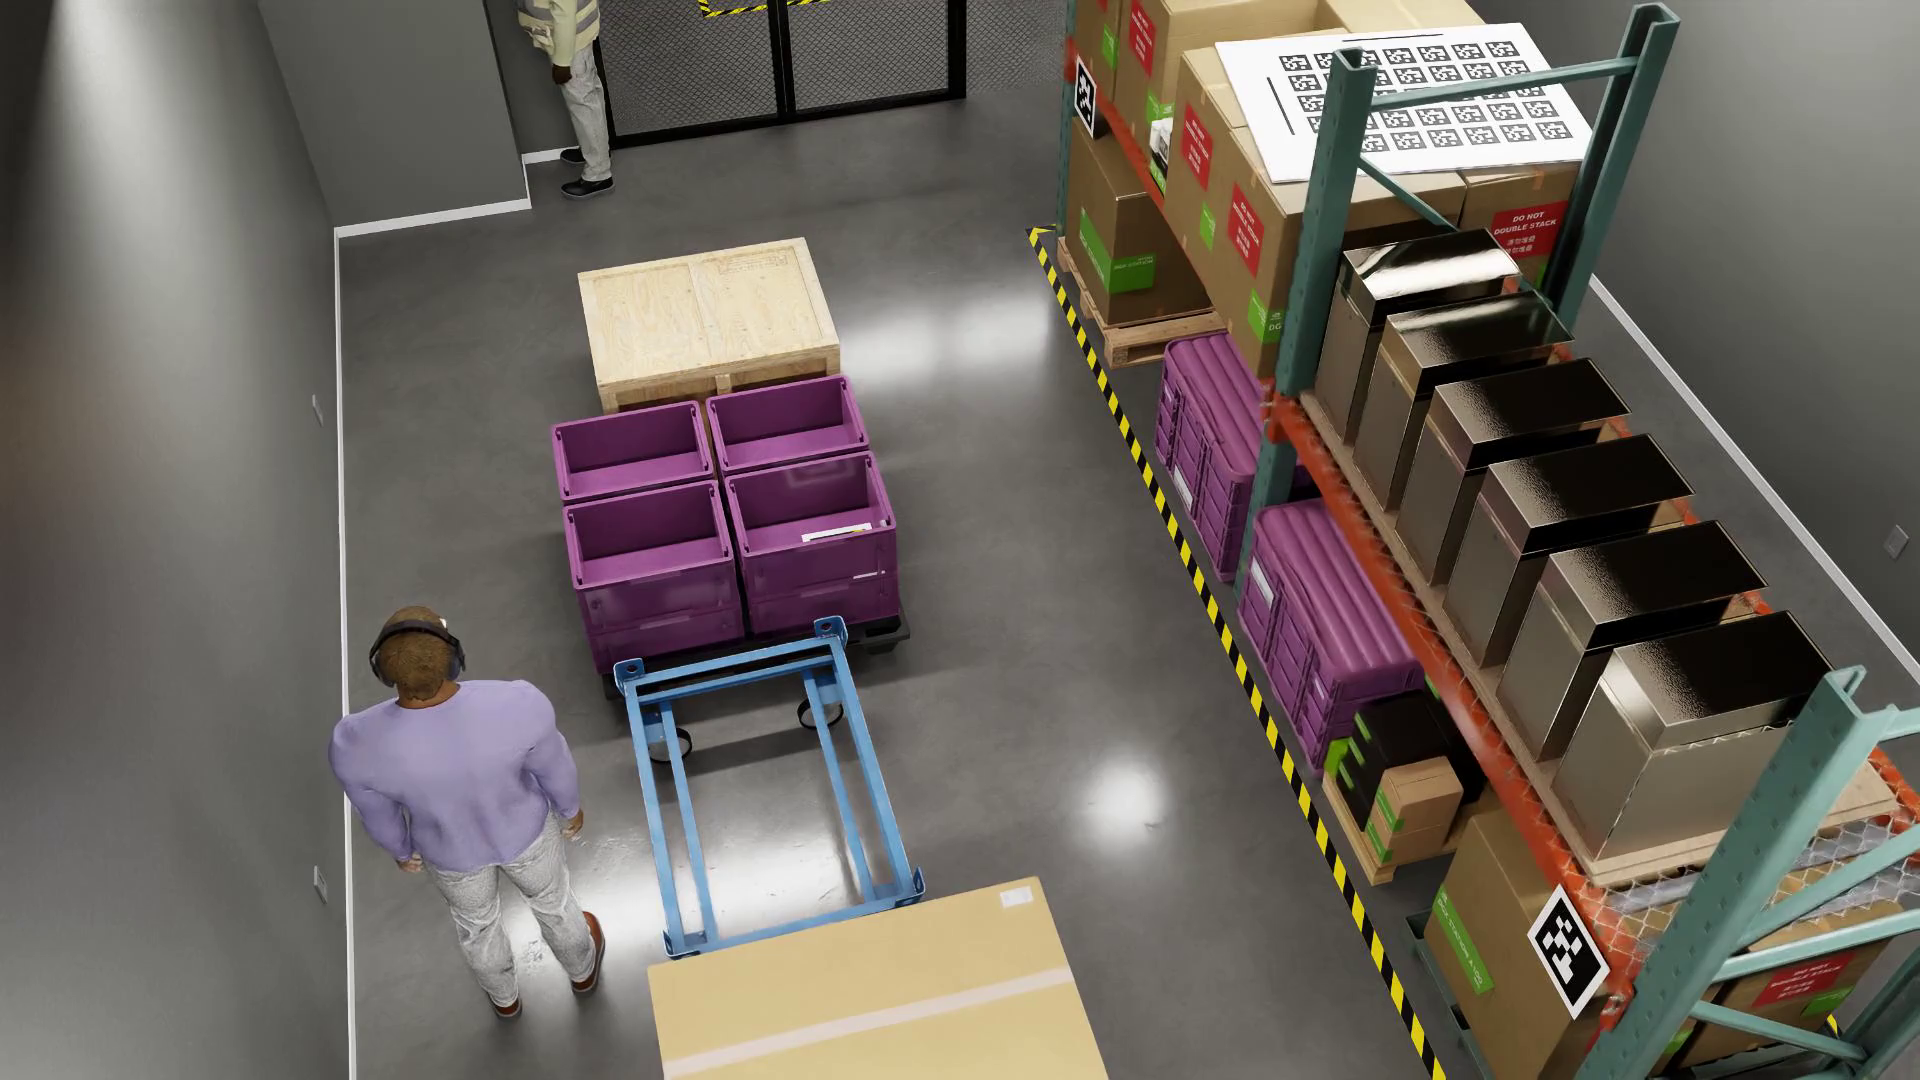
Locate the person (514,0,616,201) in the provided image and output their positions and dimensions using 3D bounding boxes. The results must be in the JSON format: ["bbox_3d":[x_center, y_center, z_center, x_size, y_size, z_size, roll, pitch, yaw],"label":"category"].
[{"bbox_3d":[-1.991,-2.565,8.313,0.404,1.833,0.587,-6,48,-5],"label":"person"}]

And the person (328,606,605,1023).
[{"bbox_3d":[-1.459,0.874,5.084,0.631,1.940,0.372,-13,49,-12],"label":"person"}]
